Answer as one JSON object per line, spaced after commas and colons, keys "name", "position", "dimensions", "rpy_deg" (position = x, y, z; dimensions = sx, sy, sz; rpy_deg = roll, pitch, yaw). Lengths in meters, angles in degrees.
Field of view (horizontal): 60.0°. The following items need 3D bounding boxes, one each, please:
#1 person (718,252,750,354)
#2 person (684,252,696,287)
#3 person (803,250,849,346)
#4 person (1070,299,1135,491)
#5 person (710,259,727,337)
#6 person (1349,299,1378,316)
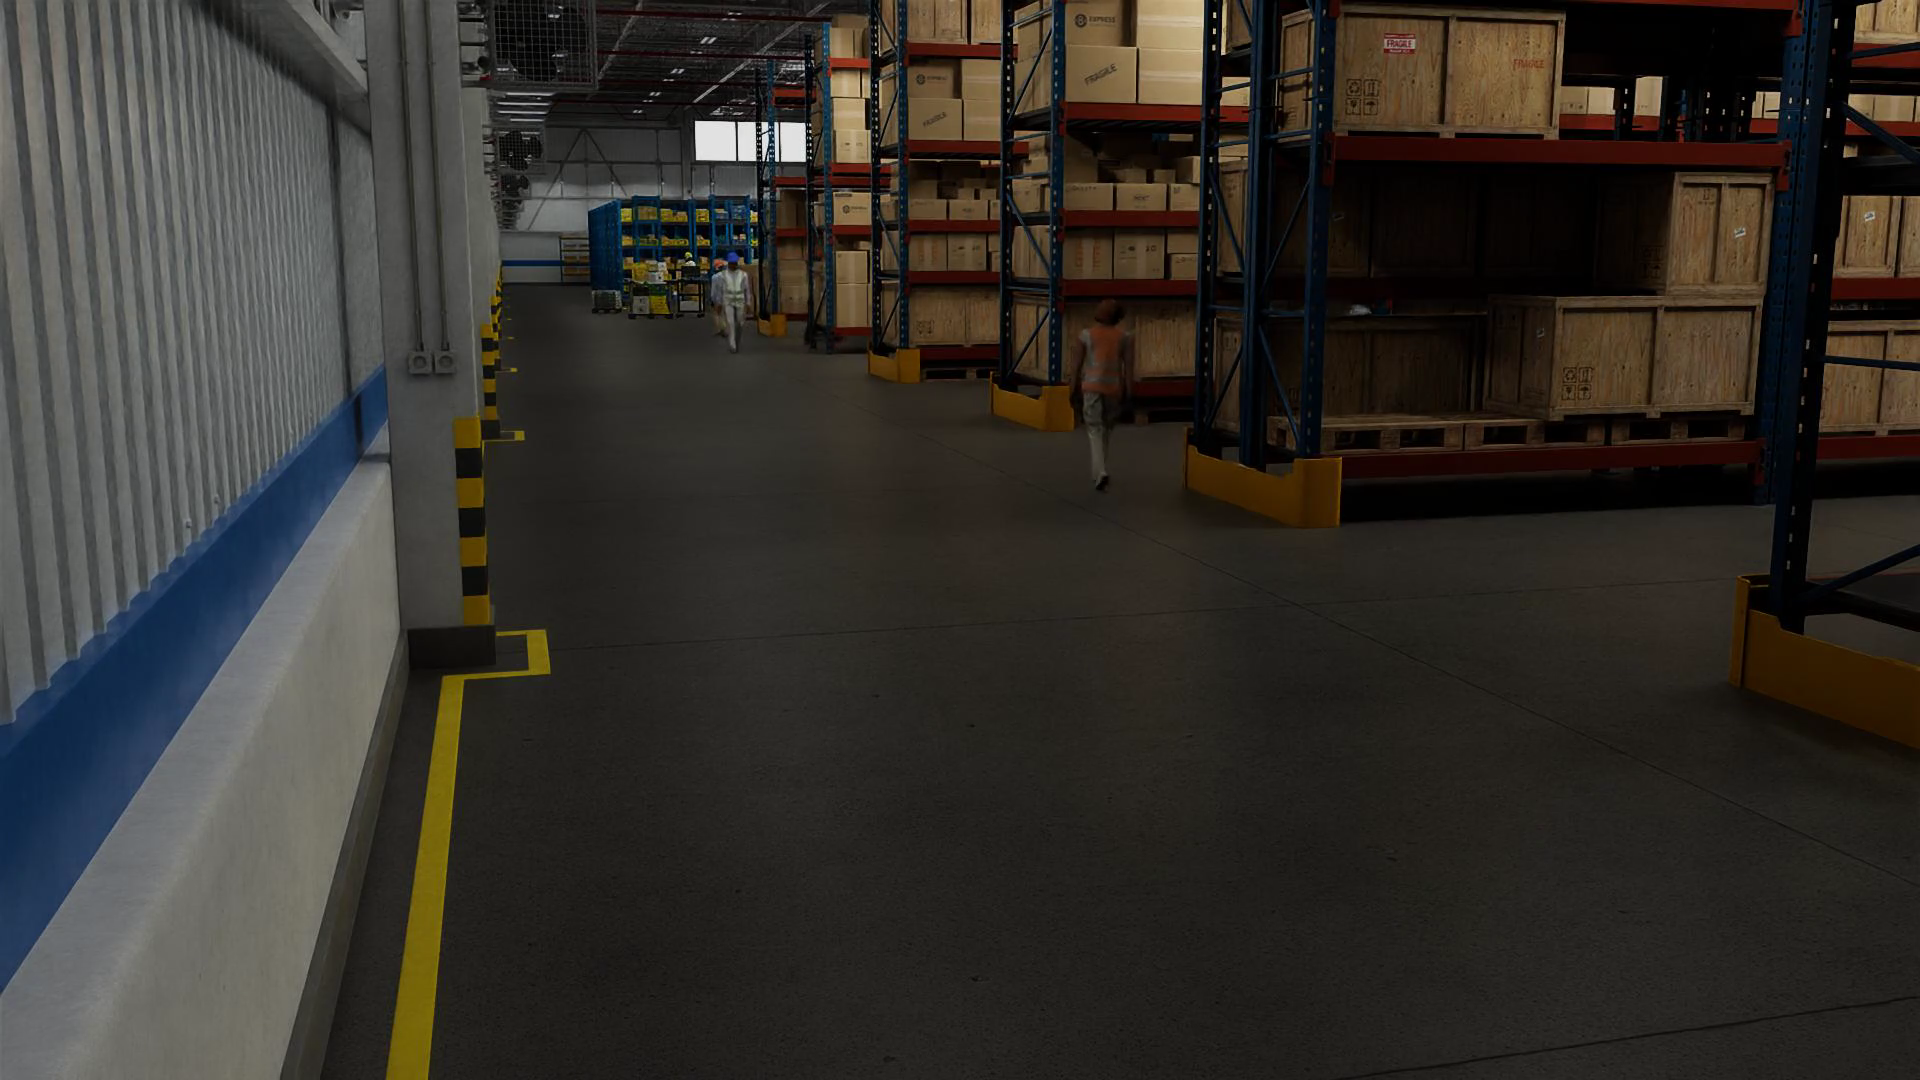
{"name": "person", "position": [-4.310, -4.509, 31.615], "dimensions": [0.617, 1.930, 0.667], "rpy_deg": [-3, 10, -17]}
{"name": "person", "position": [-9.061, -8.711, 55.666], "dimensions": [0.403, 1.833, 0.586], "rpy_deg": [3, 10, 17]}
{"name": "person", "position": [-2.757, -4.920, 33.872], "dimensions": [1.036, 1.938, 0.648], "rpy_deg": [-4, 11, -20]}
{"name": "person", "position": [1.200, -1.224, 13.957], "dimensions": [0.540, 1.594, 0.836], "rpy_deg": [0, 10, 0]}
{"name": "person", "position": [-5.396, -5.399, 37.173], "dimensions": [0.461, 1.733, 0.605], "rpy_deg": [8, 13, 40]}
{"name": "person", "position": [4.031, -1.758, 16.629], "dimensions": [0.363, 1.707, 0.516], "rpy_deg": [0, 10, 2]}
